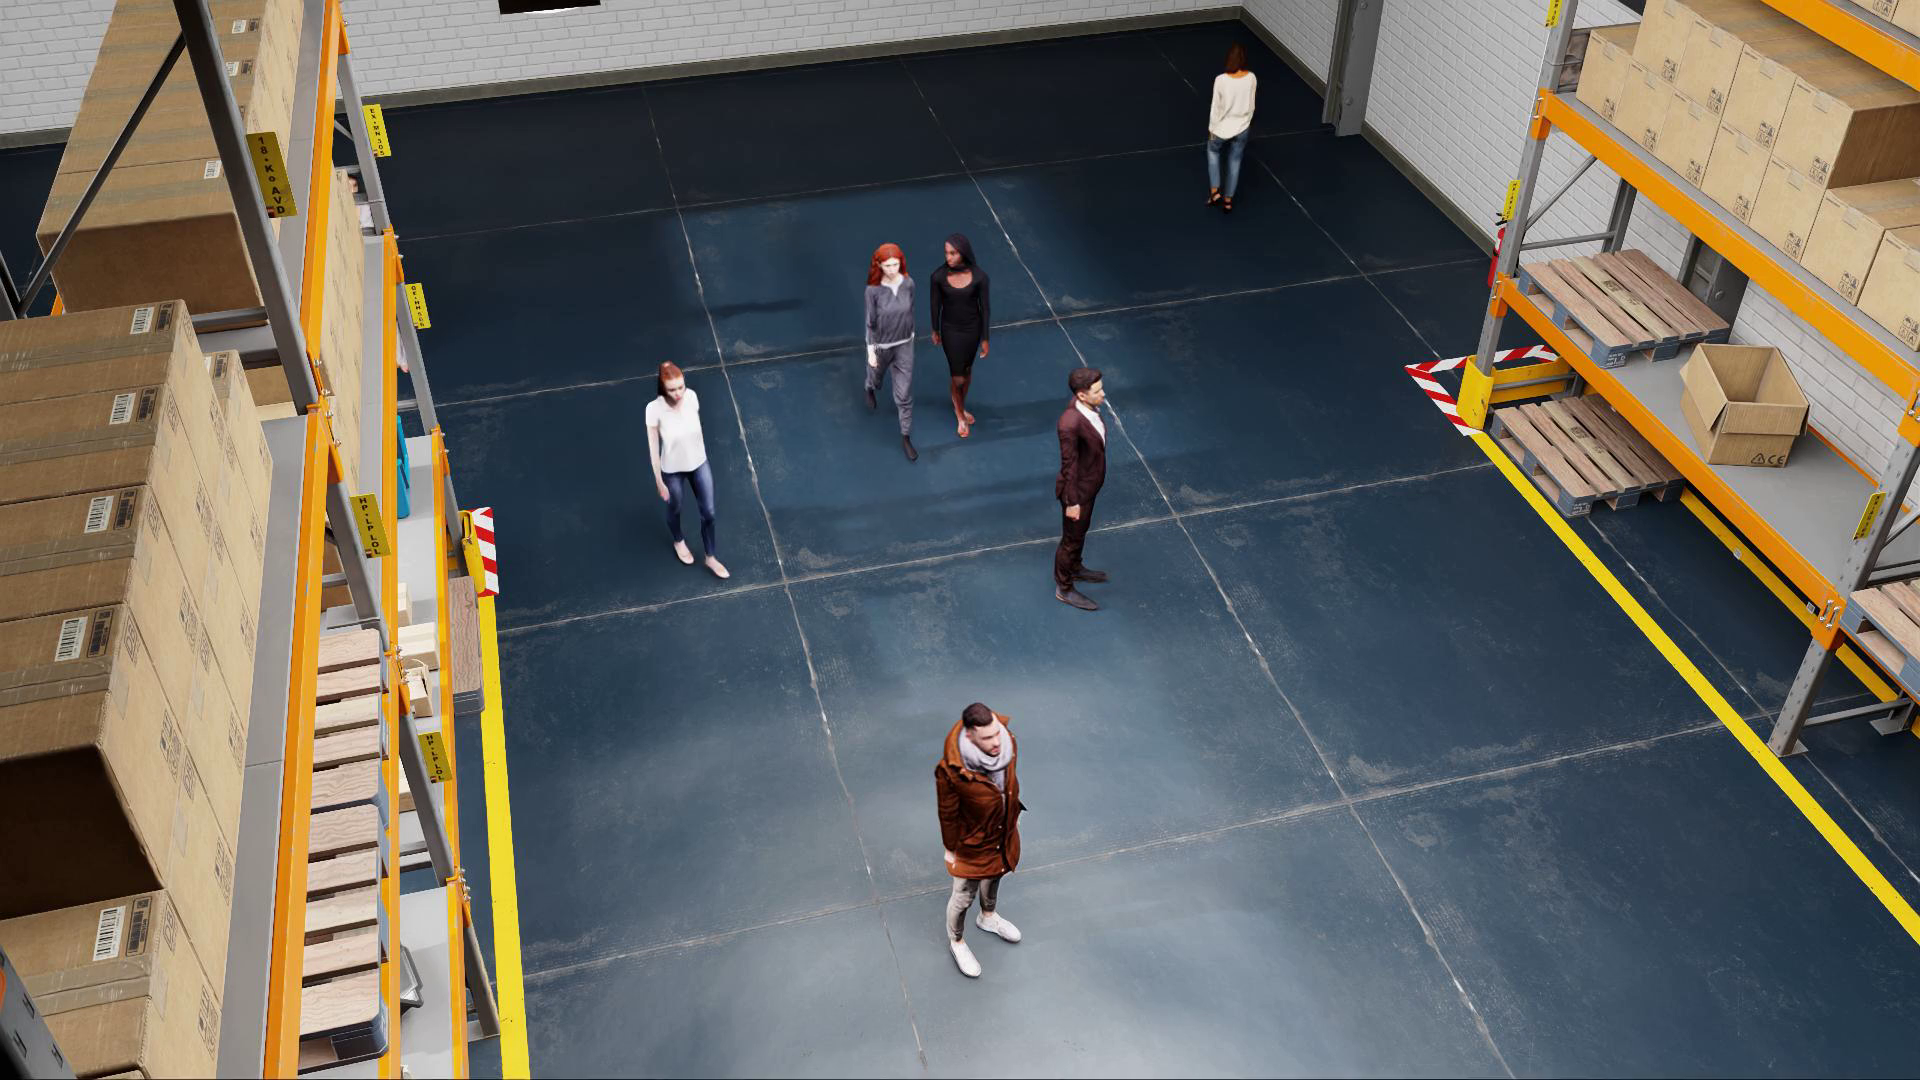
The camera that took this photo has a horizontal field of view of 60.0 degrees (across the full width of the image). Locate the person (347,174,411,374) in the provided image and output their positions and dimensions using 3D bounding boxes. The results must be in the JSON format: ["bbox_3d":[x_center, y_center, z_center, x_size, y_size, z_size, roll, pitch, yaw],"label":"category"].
[{"bbox_3d":[-5.007,-2.263,13.824,0.892,1.737,1.181,-27,46,-30],"label":"person"}]

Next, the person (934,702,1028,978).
[{"bbox_3d":[0.104,1.573,8.938,0.883,1.839,0.847,31,48,33],"label":"person"}]

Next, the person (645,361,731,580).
[{"bbox_3d":[-1.995,-0.544,11.690,0.742,1.713,0.901,-22,44,-25],"label":"person"}]

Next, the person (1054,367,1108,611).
[{"bbox_3d":[0.812,-0.383,11.367,0.840,1.866,0.728,10,40,13],"label":"person"}]

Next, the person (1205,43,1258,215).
[{"bbox_3d":[2.616,-3.900,15.929,0.665,1.668,0.646,-3,39,-3],"label":"person"}]

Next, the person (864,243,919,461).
[{"bbox_3d":[-0.572,-1.534,12.903,0.598,1.747,1.133,-11,40,-14],"label":"person"}]

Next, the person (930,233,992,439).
[{"bbox_3d":[-0.029,-1.658,13.093,0.599,1.704,0.688,-9,39,-10],"label":"person"}]
